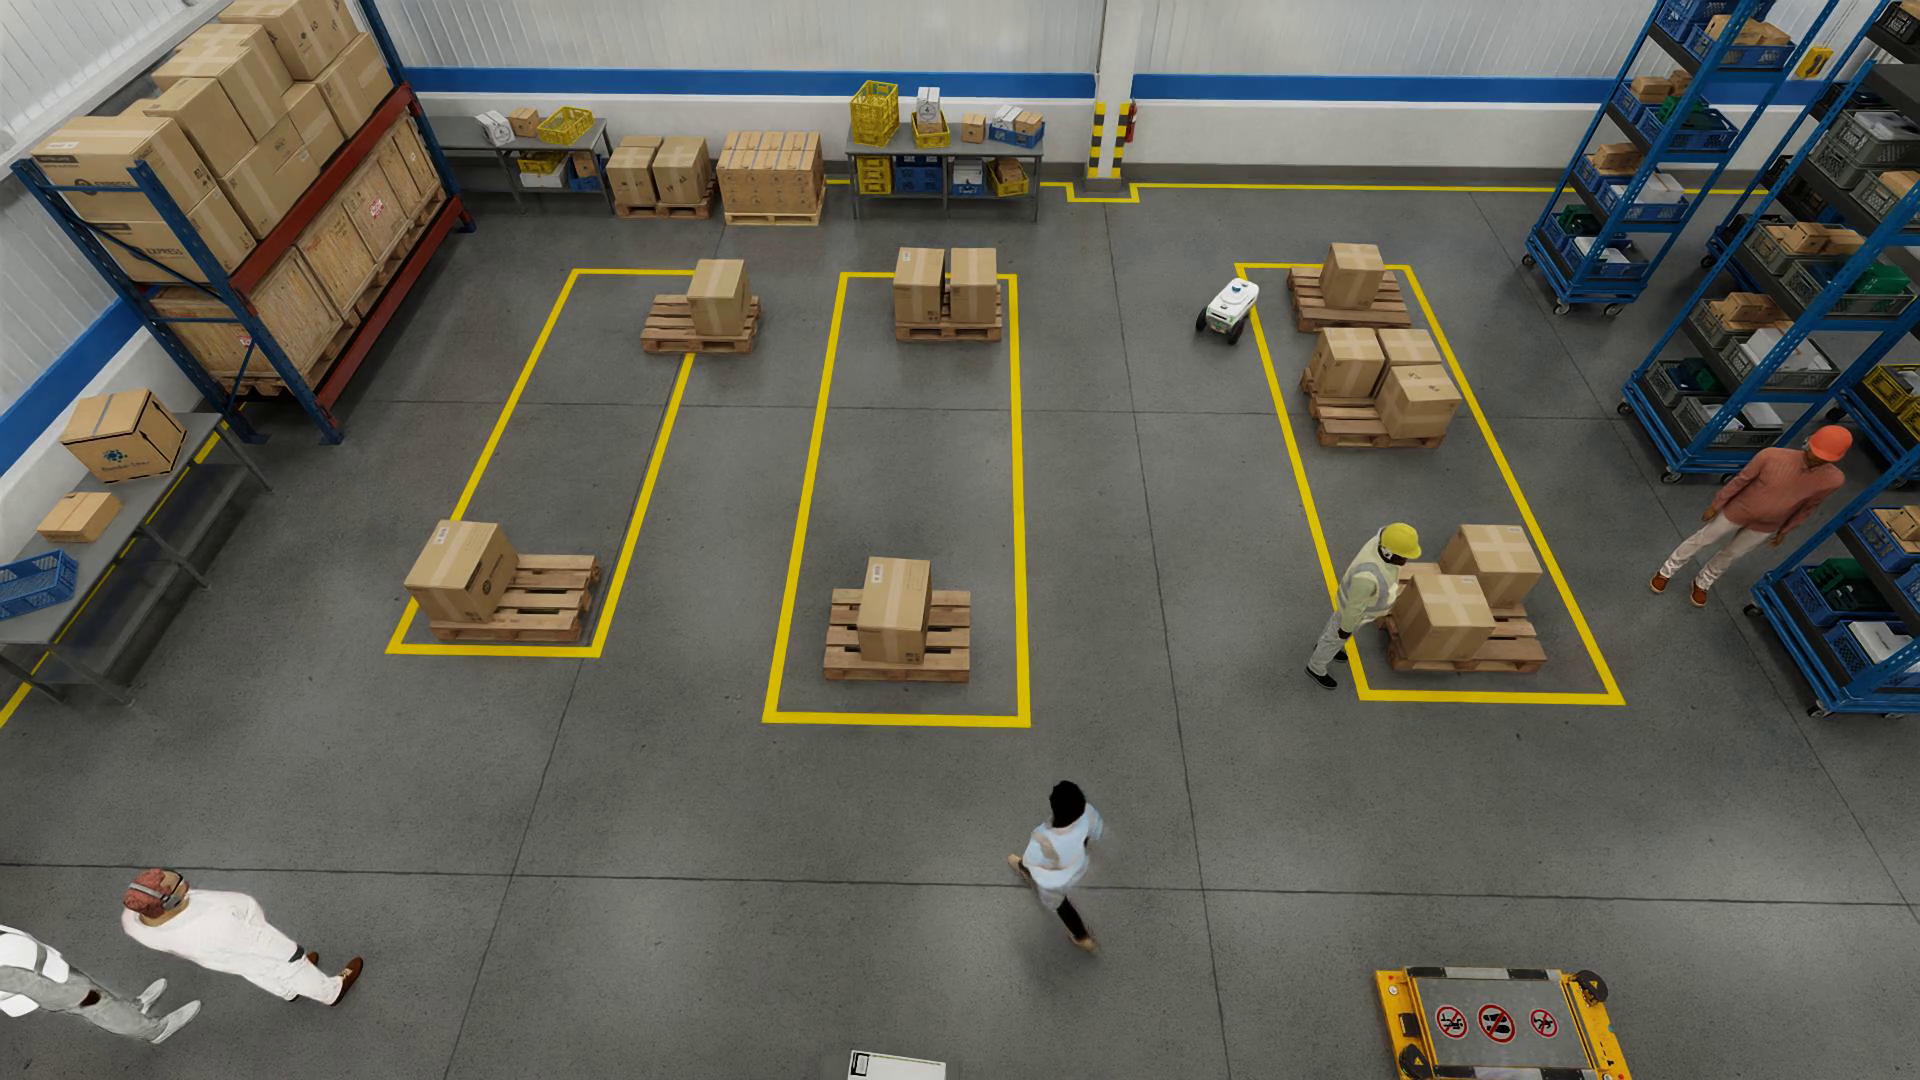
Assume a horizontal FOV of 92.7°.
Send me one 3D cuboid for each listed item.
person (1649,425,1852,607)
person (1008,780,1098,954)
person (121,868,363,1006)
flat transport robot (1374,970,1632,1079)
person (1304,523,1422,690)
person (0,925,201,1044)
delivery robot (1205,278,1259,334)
[{"bbox_3d":[6.499,-0.192,7.521,0.612,1.995,0.376,23,54,17],"label":"person"},{"bbox_3d":[0.657,2.096,5.892,0.531,1.672,0.868,-37,59,-26],"label":"person"},{"bbox_3d":[-4.276,2.391,5.480,0.647,1.901,0.402,8,51,6],"label":"person"},{"bbox_3d":[3.501,3.133,5.914,1.431,0.197,0.652,1,51,1],"label":"flat transport robot"},{"bbox_3d":[3.095,0.487,7.070,0.404,1.830,0.602,27,56,20],"label":"person"},{"bbox_3d":[-5.331,2.550,5.334,0.590,1.920,0.399,22,54,17],"label":"person"},{"bbox_3d":[3.101,-2.695,10.424,0.477,0.478,0.707,31,57,22],"label":"delivery robot"}]
